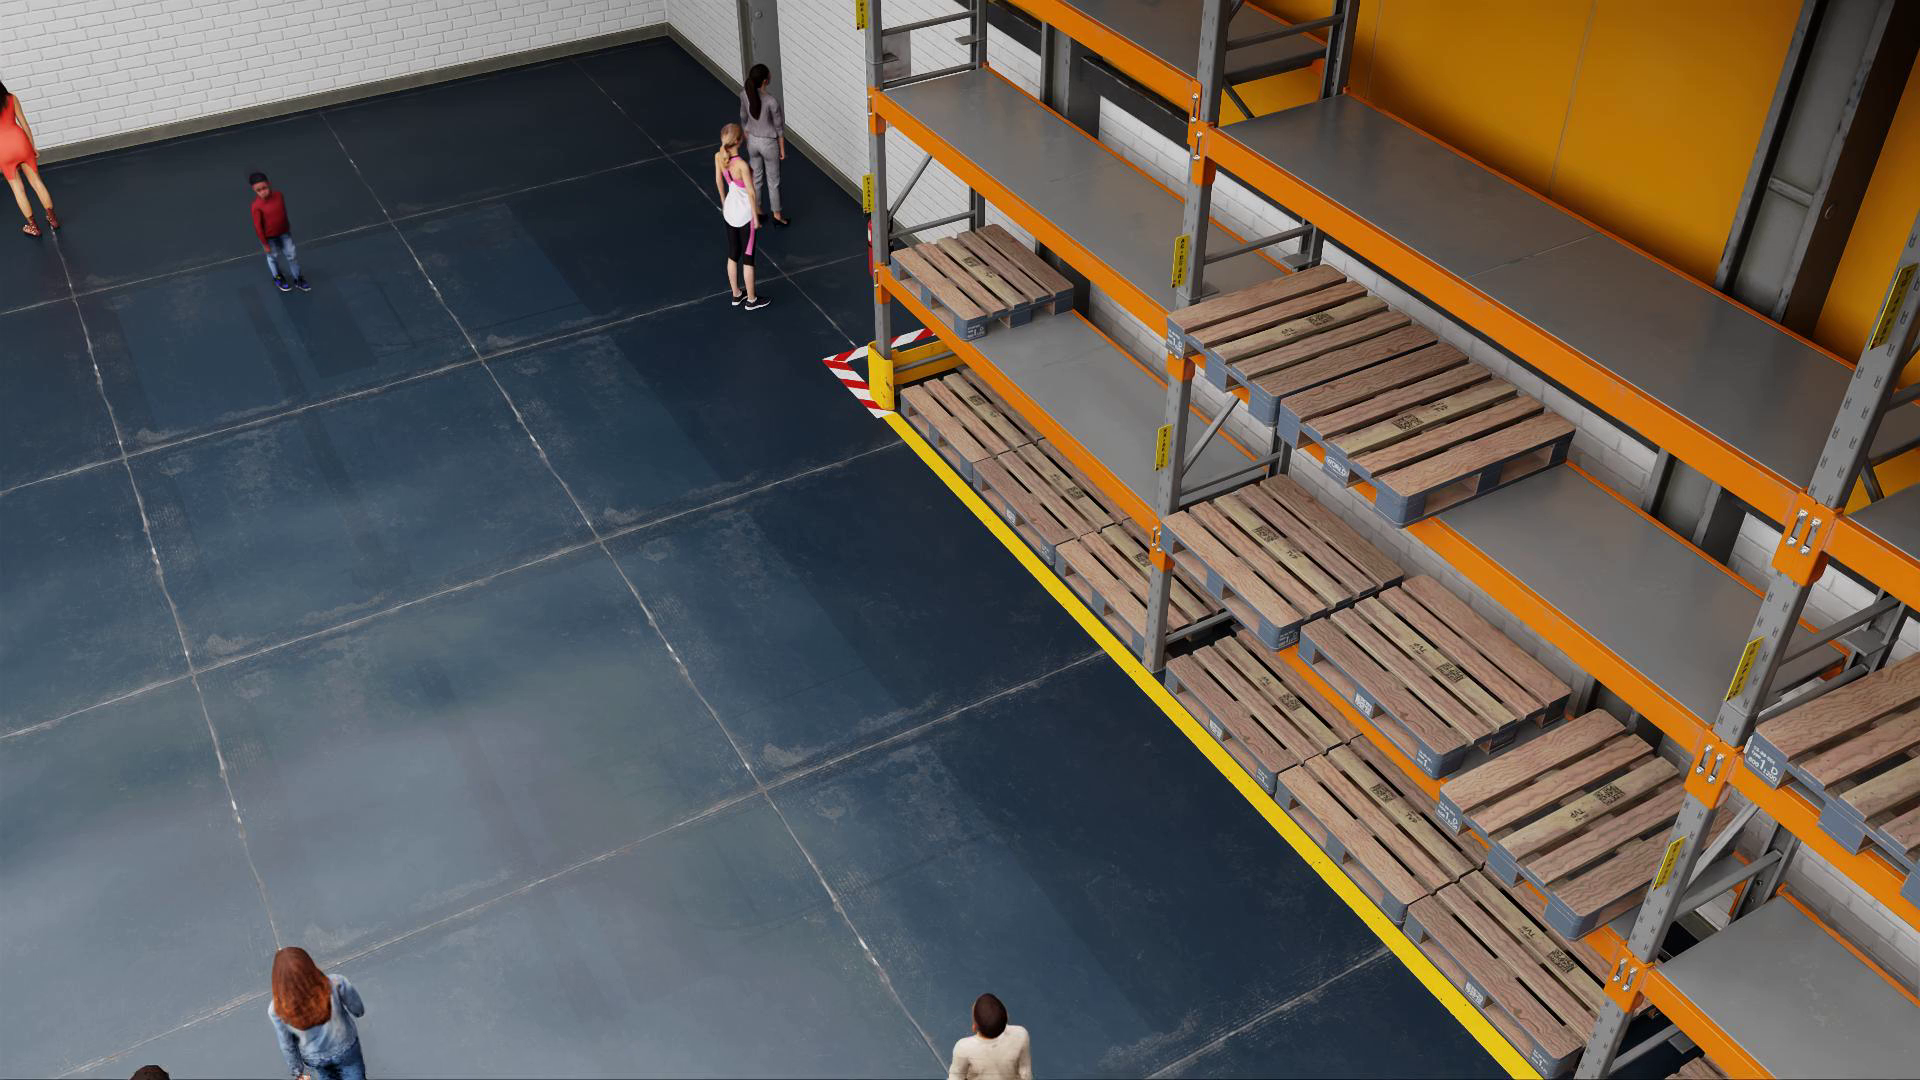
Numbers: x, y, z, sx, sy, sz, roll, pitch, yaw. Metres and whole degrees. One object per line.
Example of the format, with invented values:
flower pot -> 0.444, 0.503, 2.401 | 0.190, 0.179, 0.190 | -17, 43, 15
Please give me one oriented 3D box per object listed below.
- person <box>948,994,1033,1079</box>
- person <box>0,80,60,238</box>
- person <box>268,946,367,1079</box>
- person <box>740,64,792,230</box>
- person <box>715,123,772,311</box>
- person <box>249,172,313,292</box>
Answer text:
person -> 0.180, 2.782, 8.182 | 0.620, 1.452, 0.626 | -11, 40, -14
person -> -9.218, -3.785, 16.191 | 0.636, 1.719, 0.659 | 26, 46, 29
person -> -3.172, 2.611, 8.392 | 0.644, 1.459, 1.002 | -15, 41, -18
person -> -1.924, -3.859, 16.318 | 0.693, 1.677, 0.787 | 18, 42, 21
person -> -2.002, -2.924, 15.059 | 0.581, 1.788, 0.732 | 27, 46, 30
person -> -6.389, -2.885, 15.449 | 0.721, 1.239, 0.612 | 24, 44, 27
